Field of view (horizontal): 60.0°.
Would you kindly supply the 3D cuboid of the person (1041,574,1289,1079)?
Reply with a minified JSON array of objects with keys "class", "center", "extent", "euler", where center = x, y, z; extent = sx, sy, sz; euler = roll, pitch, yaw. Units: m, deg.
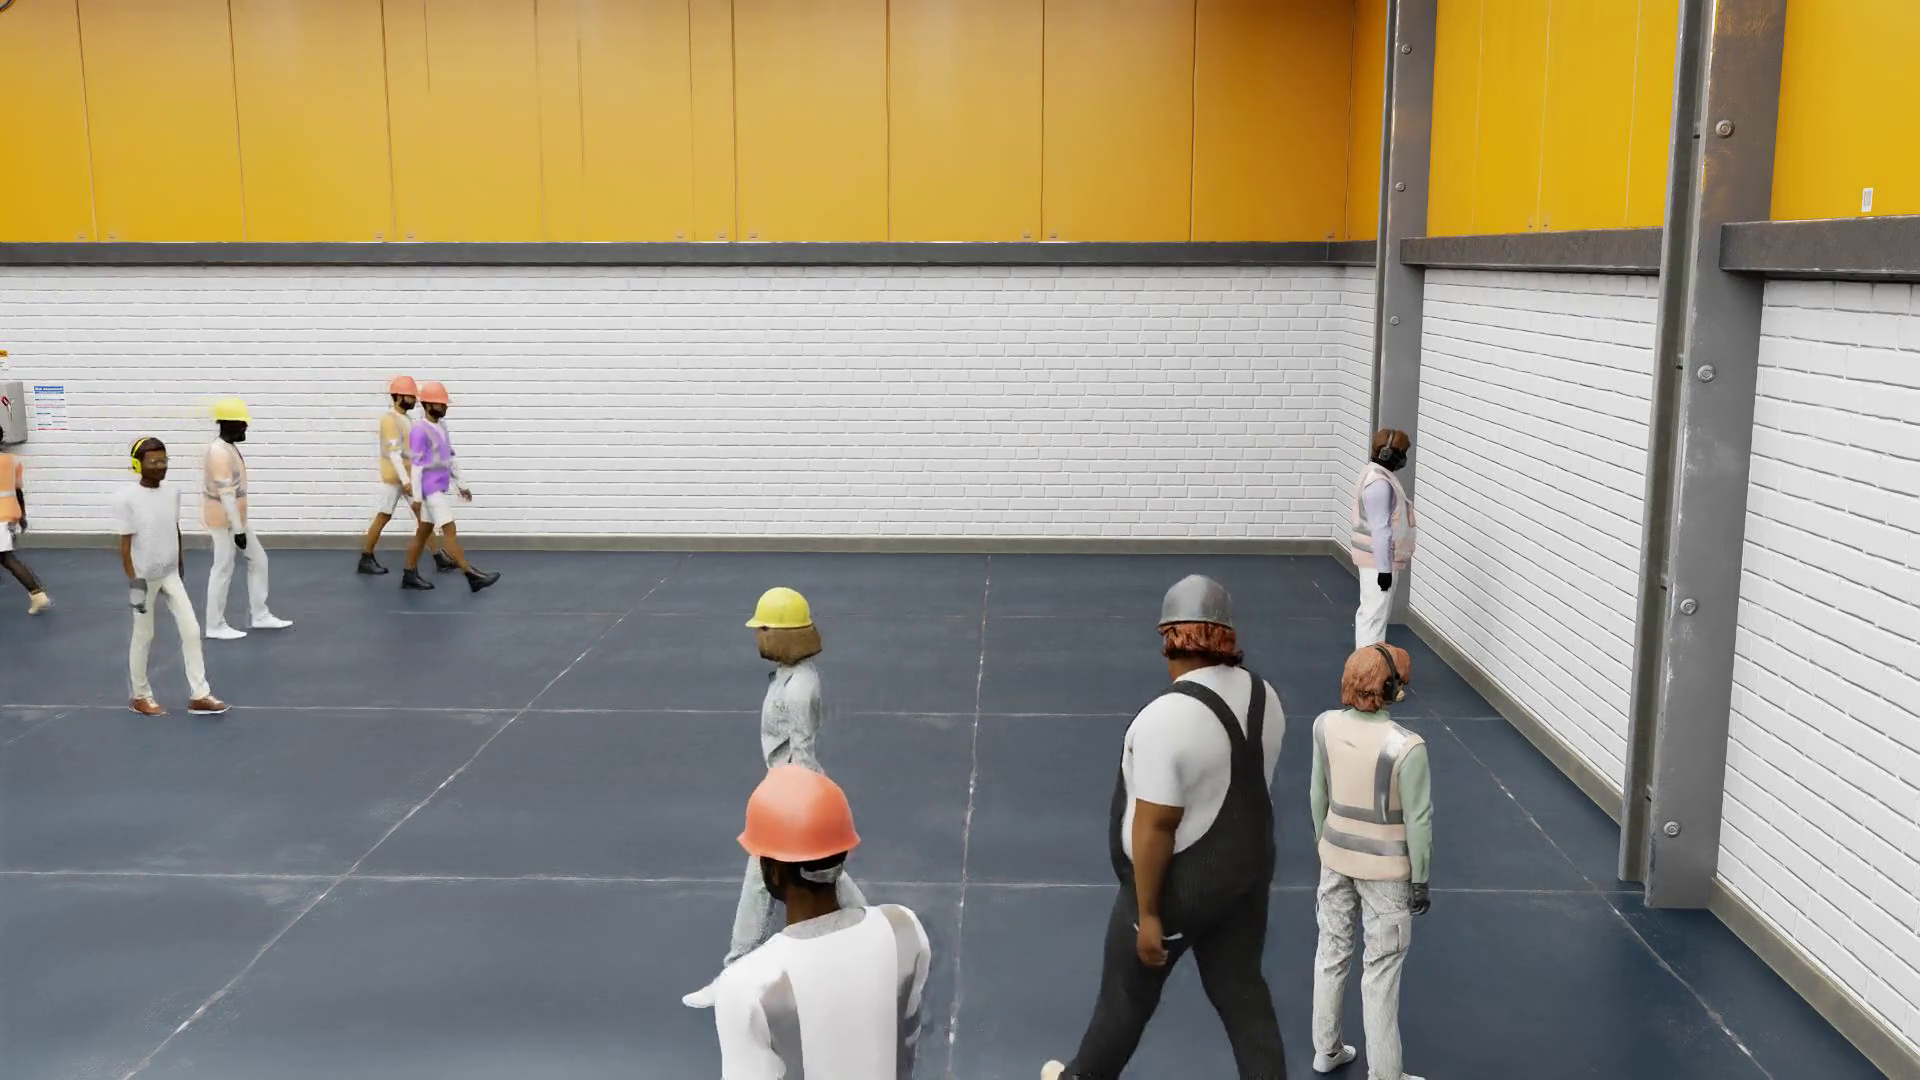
[{"class":"person","center":[0.757,1.052,5.480],"extent":[0.708,2.000,1.001],"euler":[-8,13,-40]}]

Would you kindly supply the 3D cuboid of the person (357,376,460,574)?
[{"class":"person","center":[-5.241,-0.597,15.619],"extent":[1.013,1.885,0.562],"euler":[1,10,7]}]

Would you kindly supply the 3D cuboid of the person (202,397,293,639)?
[{"class":"person","center":[-5.596,-0.166,13.013],"extent":[0.769,1.897,0.628],"euler":[-3,10,-17]}]

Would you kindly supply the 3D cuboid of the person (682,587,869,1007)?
[{"class":"person","center":[-0.662,1.017,6.684],"extent":[0.871,1.701,0.497],"euler":[-1,10,-6]}]

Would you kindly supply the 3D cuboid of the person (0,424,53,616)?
[{"class":"person","center":[-7.964,-0.183,13.826],"extent":[0.874,1.658,0.535],"euler":[1,10,8]}]

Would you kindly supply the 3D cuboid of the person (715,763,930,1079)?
[{"class":"person","center":[-0.296,1.430,3.748],"extent":[0.548,1.890,1.012],"euler":[-6,11,-32]}]

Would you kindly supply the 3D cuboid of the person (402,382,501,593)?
[{"class":"person","center":[-4.598,-0.465,14.809],"extent":[0.984,1.883,0.549],"euler":[0,10,2]}]

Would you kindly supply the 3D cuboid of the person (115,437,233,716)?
[{"class":"person","center":[-5.109,0.258,10.725],"extent":[0.860,1.835,0.546],"euler":[5,11,25]}]

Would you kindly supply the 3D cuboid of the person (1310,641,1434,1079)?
[{"class":"person","center":[1.458,1.175,5.942],"extent":[0.307,1.639,0.513],"euler":[-7,12,-37]}]

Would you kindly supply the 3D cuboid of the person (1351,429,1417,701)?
[{"class":"person","center":[2.878,0.157,11.322],"extent":[0.429,1.838,0.621],"euler":[2,10,9]}]
